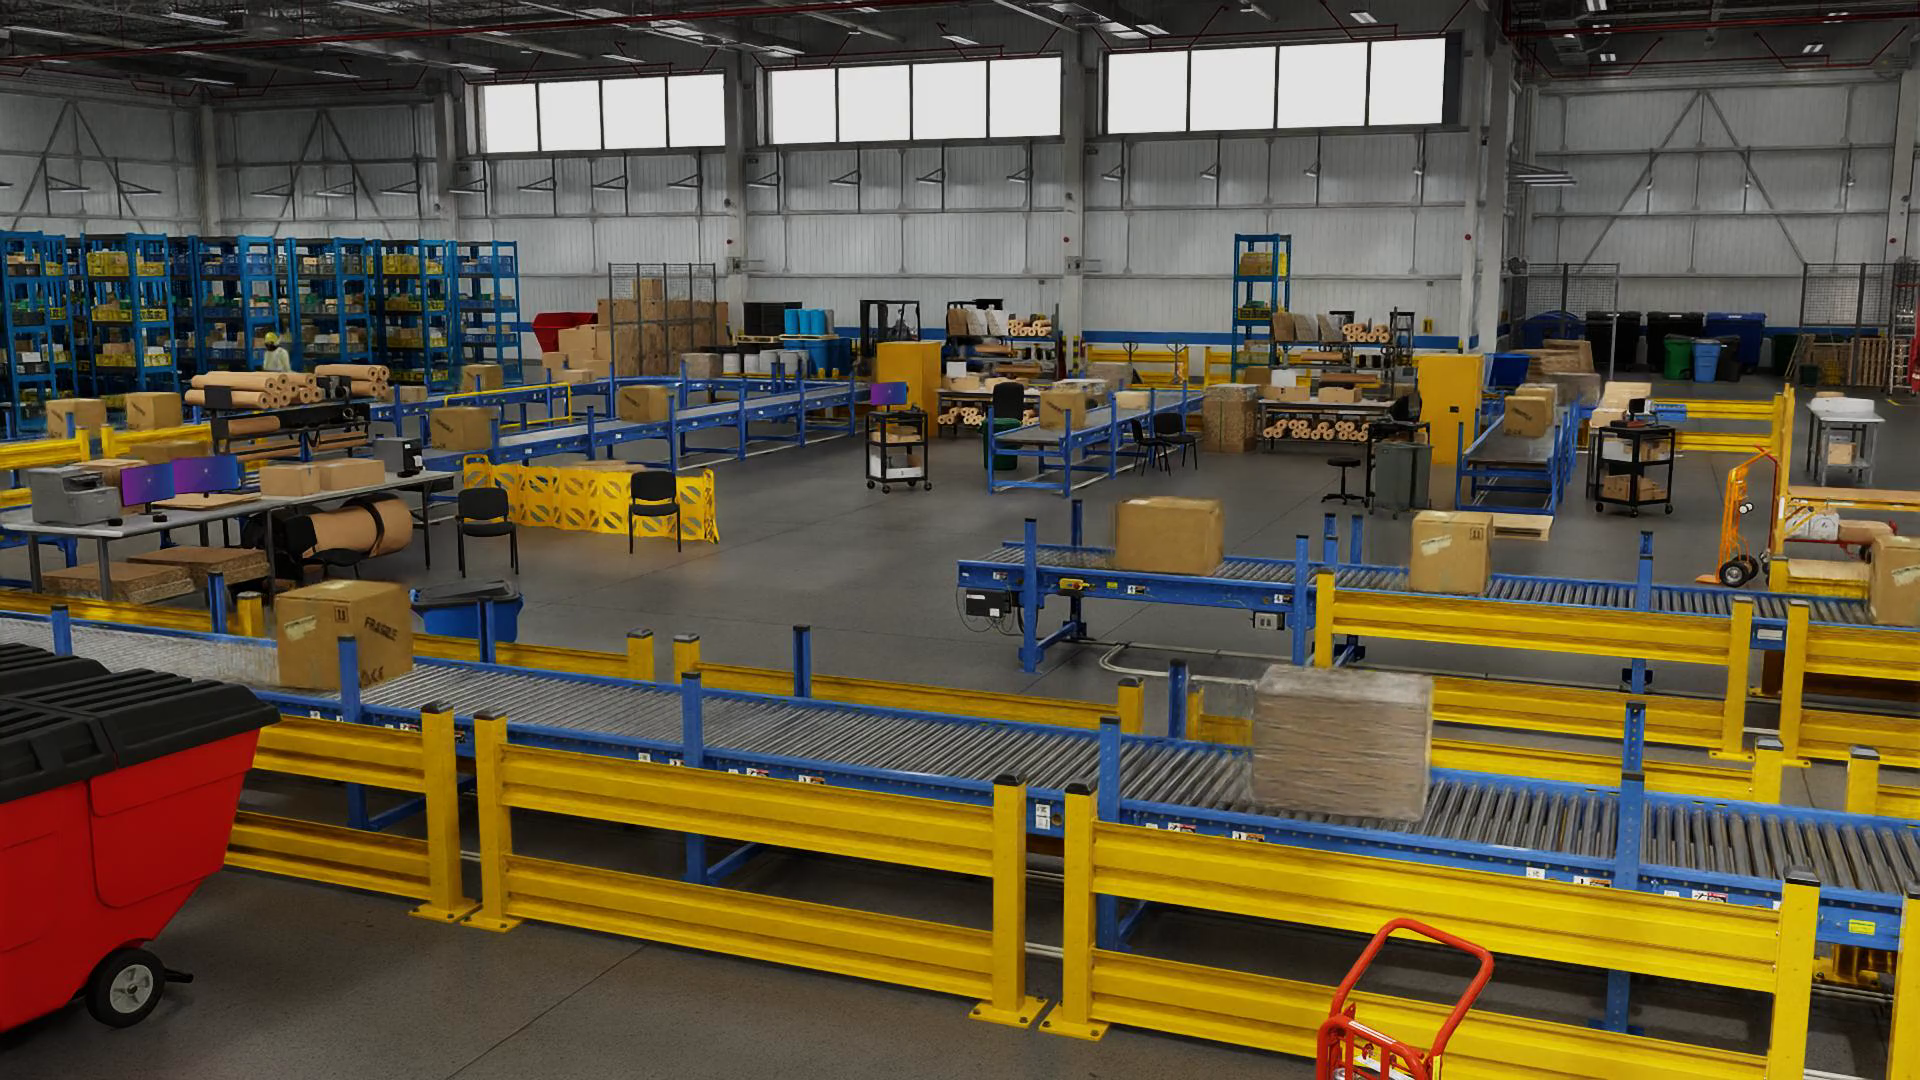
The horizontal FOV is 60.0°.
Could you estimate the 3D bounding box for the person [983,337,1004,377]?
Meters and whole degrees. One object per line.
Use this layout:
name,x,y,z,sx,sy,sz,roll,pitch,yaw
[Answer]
person,0.718,-4.113,37.766,0.977,1.865,0.659,-2,10,-14

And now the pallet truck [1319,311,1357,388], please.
pallet truck,9.071,-4.419,39.190,0.823,1.965,1.885,5,10,26

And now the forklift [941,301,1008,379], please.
forklift,0.365,-4.966,41.571,1.157,1.987,2.680,3,10,20

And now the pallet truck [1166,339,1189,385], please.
pallet truck,5.418,-4.269,40.420,0.704,1.261,1.522,3,10,20

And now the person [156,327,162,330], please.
person,-17.861,-3.994,37.122,0.579,1.831,0.396,-6,11,-34

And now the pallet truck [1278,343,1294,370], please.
pallet truck,7.886,-4.163,39.743,0.653,1.274,1.630,4,10,22

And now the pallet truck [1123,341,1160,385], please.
pallet truck,4.445,-4.380,41.279,0.680,1.201,1.601,4,10,22

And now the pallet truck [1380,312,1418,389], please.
pallet truck,10.207,-4.283,38.369,0.823,1.965,1.885,3,10,20

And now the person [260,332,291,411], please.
person,-12.704,-2.910,30.631,0.626,1.798,0.820,5,11,30

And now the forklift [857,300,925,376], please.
forklift,-1.732,-5.109,42.468,1.157,1.987,2.680,4,10,22
